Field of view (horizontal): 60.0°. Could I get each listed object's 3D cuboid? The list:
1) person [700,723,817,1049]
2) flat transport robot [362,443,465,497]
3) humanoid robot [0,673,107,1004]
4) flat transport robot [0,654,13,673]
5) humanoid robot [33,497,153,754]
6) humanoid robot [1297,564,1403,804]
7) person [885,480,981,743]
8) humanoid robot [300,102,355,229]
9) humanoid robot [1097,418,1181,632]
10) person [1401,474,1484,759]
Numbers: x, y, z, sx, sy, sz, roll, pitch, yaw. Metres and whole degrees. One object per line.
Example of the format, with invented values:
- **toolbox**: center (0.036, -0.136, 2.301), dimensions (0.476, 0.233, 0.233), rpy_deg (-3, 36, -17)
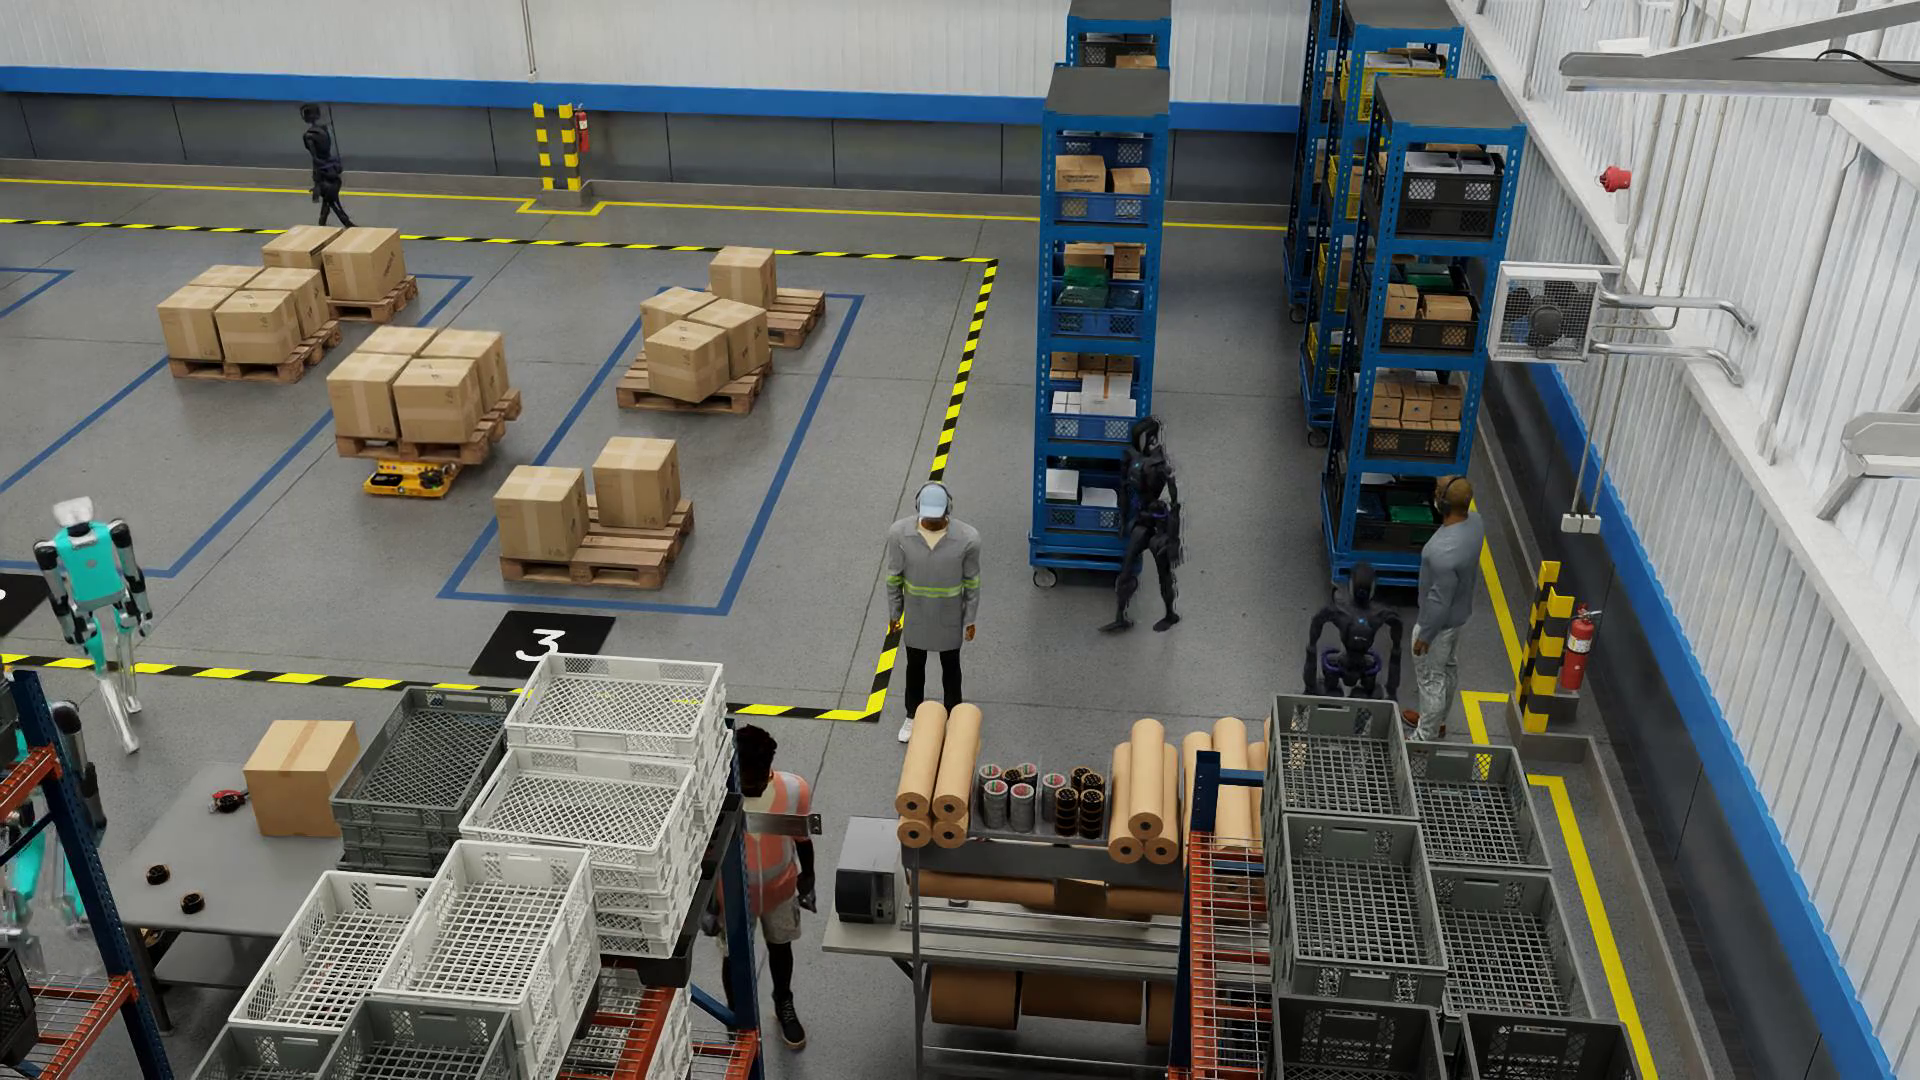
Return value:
- **person**: center (-0.979, 1.705, 8.077), dimensions (0.602, 1.953, 0.392), rpy_deg (-10, 32, -16)
- **flat transport robot**: center (-4.429, -0.795, 14.011), dimensions (0.652, 0.197, 1.431), rpy_deg (3, 30, 6)
- **humanoid robot**: center (-4.683, 1.601, 8.497), dimensions (0.530, 1.796, 0.801), rpy_deg (-6, 31, -10)
- **flat transport robot**: center (-7.142, 0.969, 11.010), dimensions (1.431, 0.231, 0.659), rpy_deg (3, 30, 6)
- **humanoid robot**: center (-5.381, 0.462, 10.432), dimensions (0.540, 1.768, 0.918), rpy_deg (-20, 36, -30)
- **humanoid robot**: center (2.298, 0.885, 9.753), dimensions (0.603, 1.654, 0.440), rpy_deg (2, 30, 3)
- **person**: center (-0.169, 0.454, 10.320), dimensions (0.589, 1.853, 0.376), rpy_deg (3, 30, 5)
- **humanoid robot**: center (-6.920, -3.919, 18.045), dimensions (0.775, 1.627, 0.608), rpy_deg (-2, 30, -3)
- **humanoid robot**: center (1.277, -0.061, 11.398), dimensions (0.695, 1.630, 0.614), rpy_deg (-21, 36, -32)
- **person**: center (2.945, 0.470, 10.209), dimensions (0.351, 1.935, 0.634), rpy_deg (17, 34, 27)
